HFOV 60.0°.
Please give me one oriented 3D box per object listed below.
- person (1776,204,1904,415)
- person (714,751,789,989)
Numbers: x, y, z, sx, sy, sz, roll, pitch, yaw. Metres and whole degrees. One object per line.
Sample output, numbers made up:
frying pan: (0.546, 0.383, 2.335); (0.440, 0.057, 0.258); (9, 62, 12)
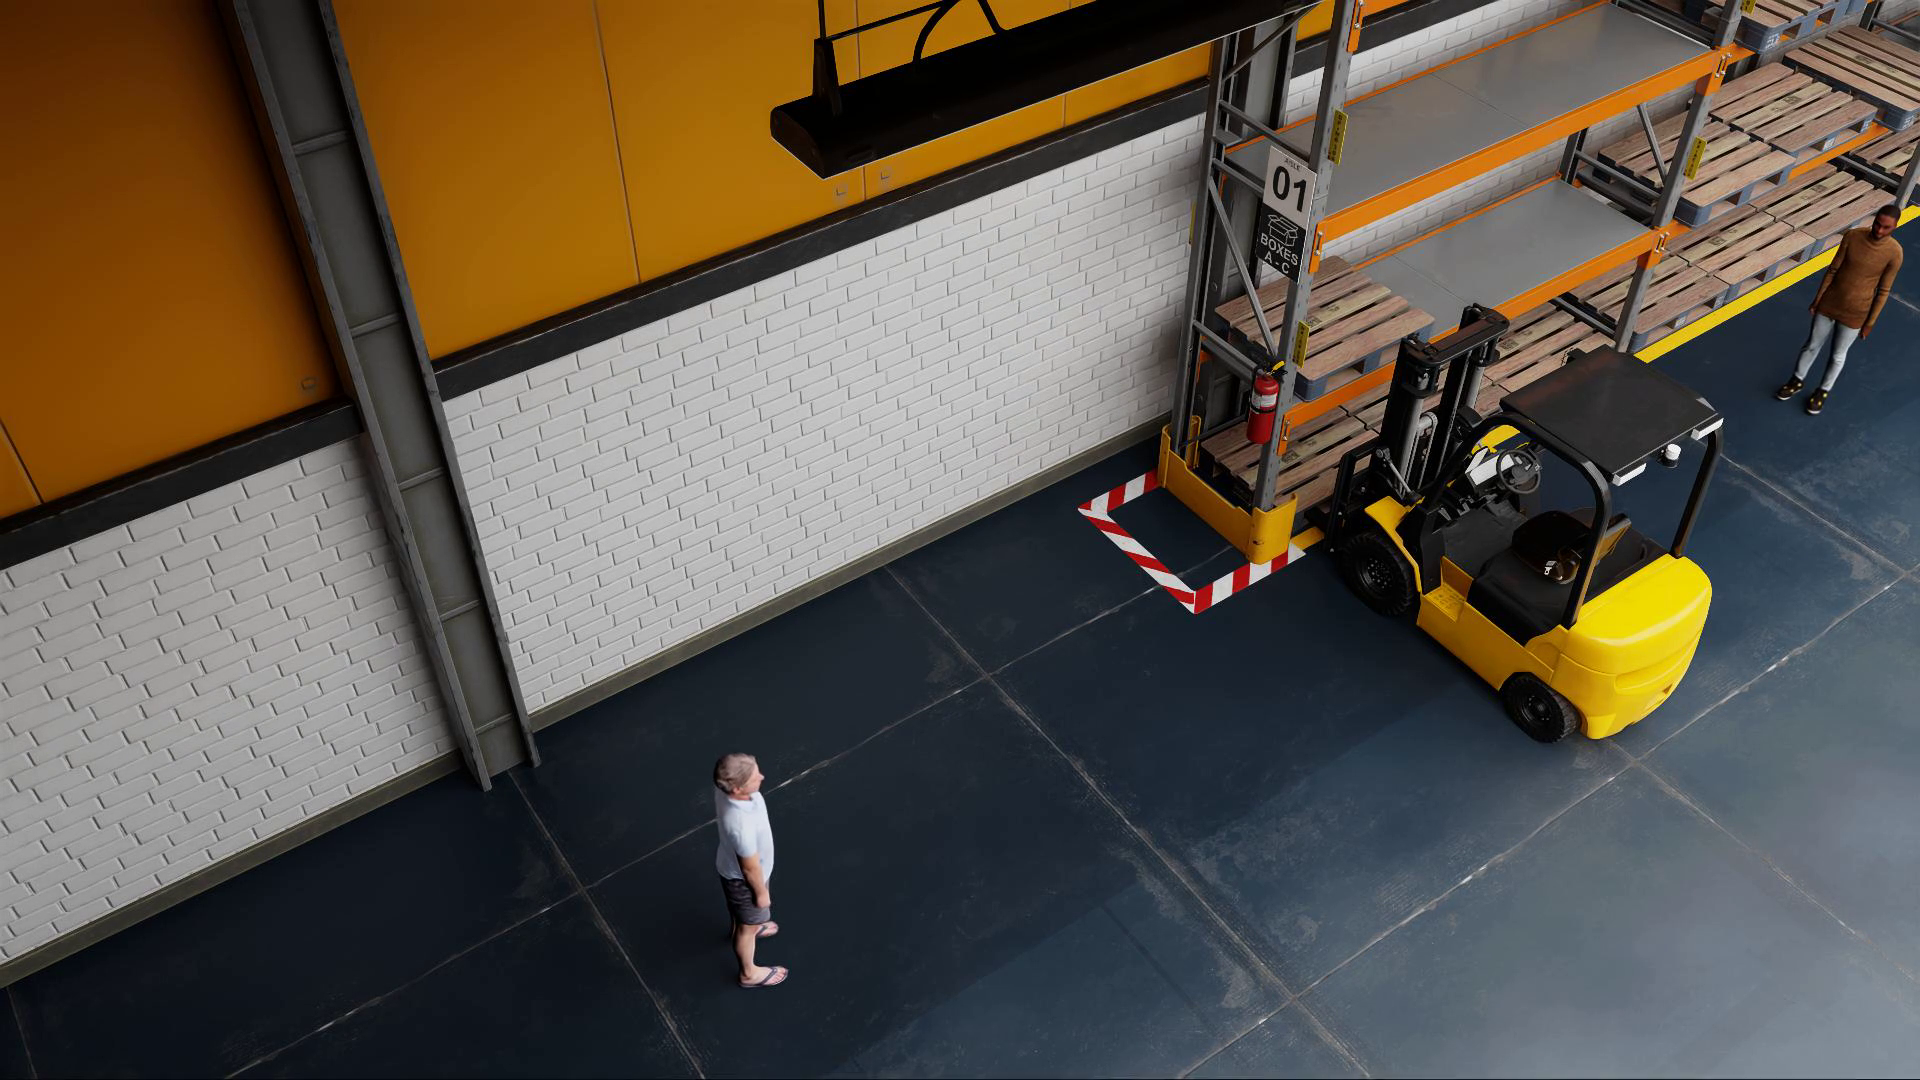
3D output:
person: (6.822, -1.806, 12.799); (0.669, 1.816, 0.606); (34, 53, 31)
person: (-1.183, 1.761, 9.047); (0.686, 1.829, 0.711); (-8, 44, -8)
